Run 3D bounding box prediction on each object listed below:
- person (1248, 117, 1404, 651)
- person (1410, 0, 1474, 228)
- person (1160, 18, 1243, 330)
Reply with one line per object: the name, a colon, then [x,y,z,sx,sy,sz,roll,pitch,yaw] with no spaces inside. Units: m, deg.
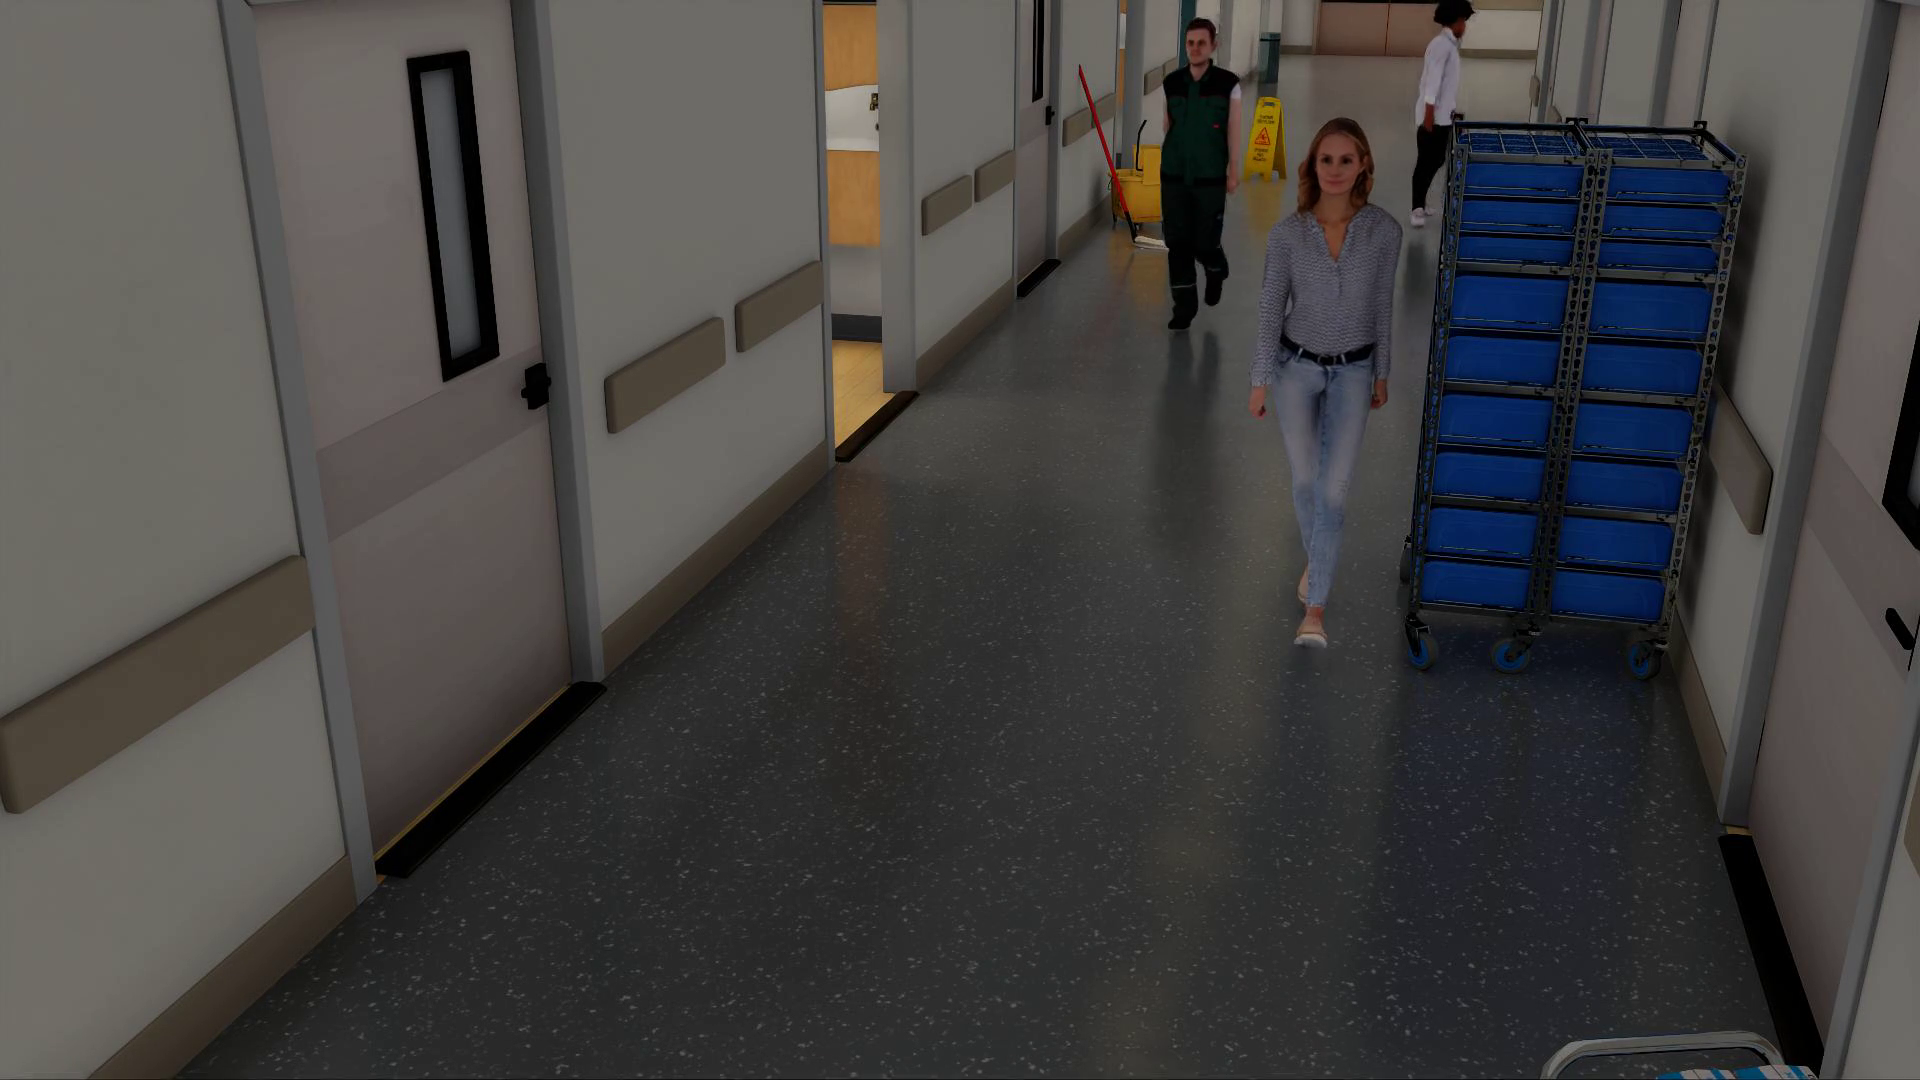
person: [1.255,-0.541,5.776,0.628,1.748,1.141,5,21,13]
person: [3.779,-3.429,13.344,0.886,1.789,0.606,18,27,40]
person: [1.433,-2.195,10.032,0.714,1.827,0.948,8,22,20]
